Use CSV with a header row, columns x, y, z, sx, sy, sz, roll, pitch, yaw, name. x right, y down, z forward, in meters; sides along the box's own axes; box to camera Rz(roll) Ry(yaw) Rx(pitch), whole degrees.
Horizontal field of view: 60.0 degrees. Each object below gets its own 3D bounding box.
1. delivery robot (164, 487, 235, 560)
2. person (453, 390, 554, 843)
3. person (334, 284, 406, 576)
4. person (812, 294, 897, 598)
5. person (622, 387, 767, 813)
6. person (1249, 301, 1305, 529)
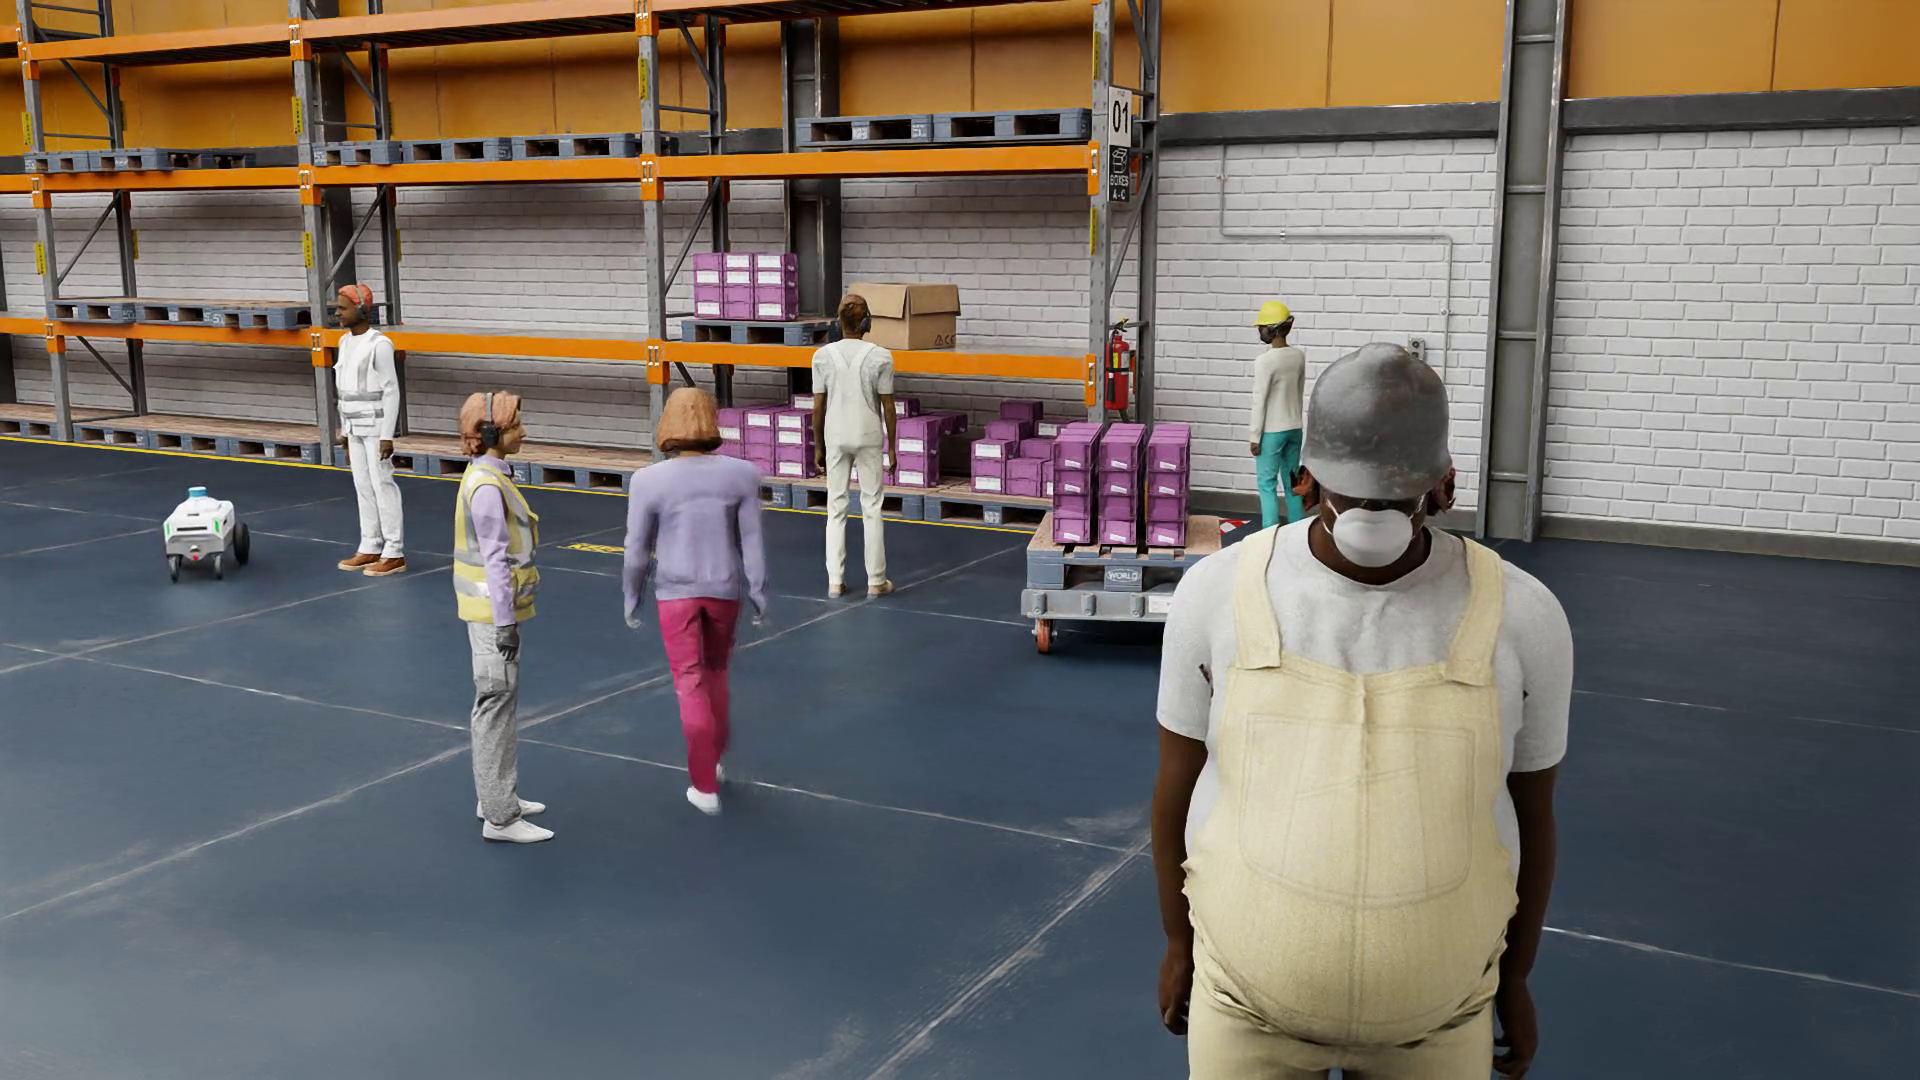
x,y,z,sx,sy,sz,roll,pitch,yaw,name
-4.954,-0.102,10.848,0.477,0.478,0.707,-3,11,-16,delivery robot
-1.676,0.278,6.049,0.306,1.640,0.521,-3,11,-18,person
-3.839,-0.706,10.779,0.576,1.880,0.352,9,14,42,person
-0.636,-0.560,10.077,0.517,1.844,0.332,1,10,7,person
-1.053,0.211,6.465,0.527,1.607,0.644,-5,11,-26,person
2.133,-0.736,11.288,0.527,1.761,0.343,-9,14,-41,person
